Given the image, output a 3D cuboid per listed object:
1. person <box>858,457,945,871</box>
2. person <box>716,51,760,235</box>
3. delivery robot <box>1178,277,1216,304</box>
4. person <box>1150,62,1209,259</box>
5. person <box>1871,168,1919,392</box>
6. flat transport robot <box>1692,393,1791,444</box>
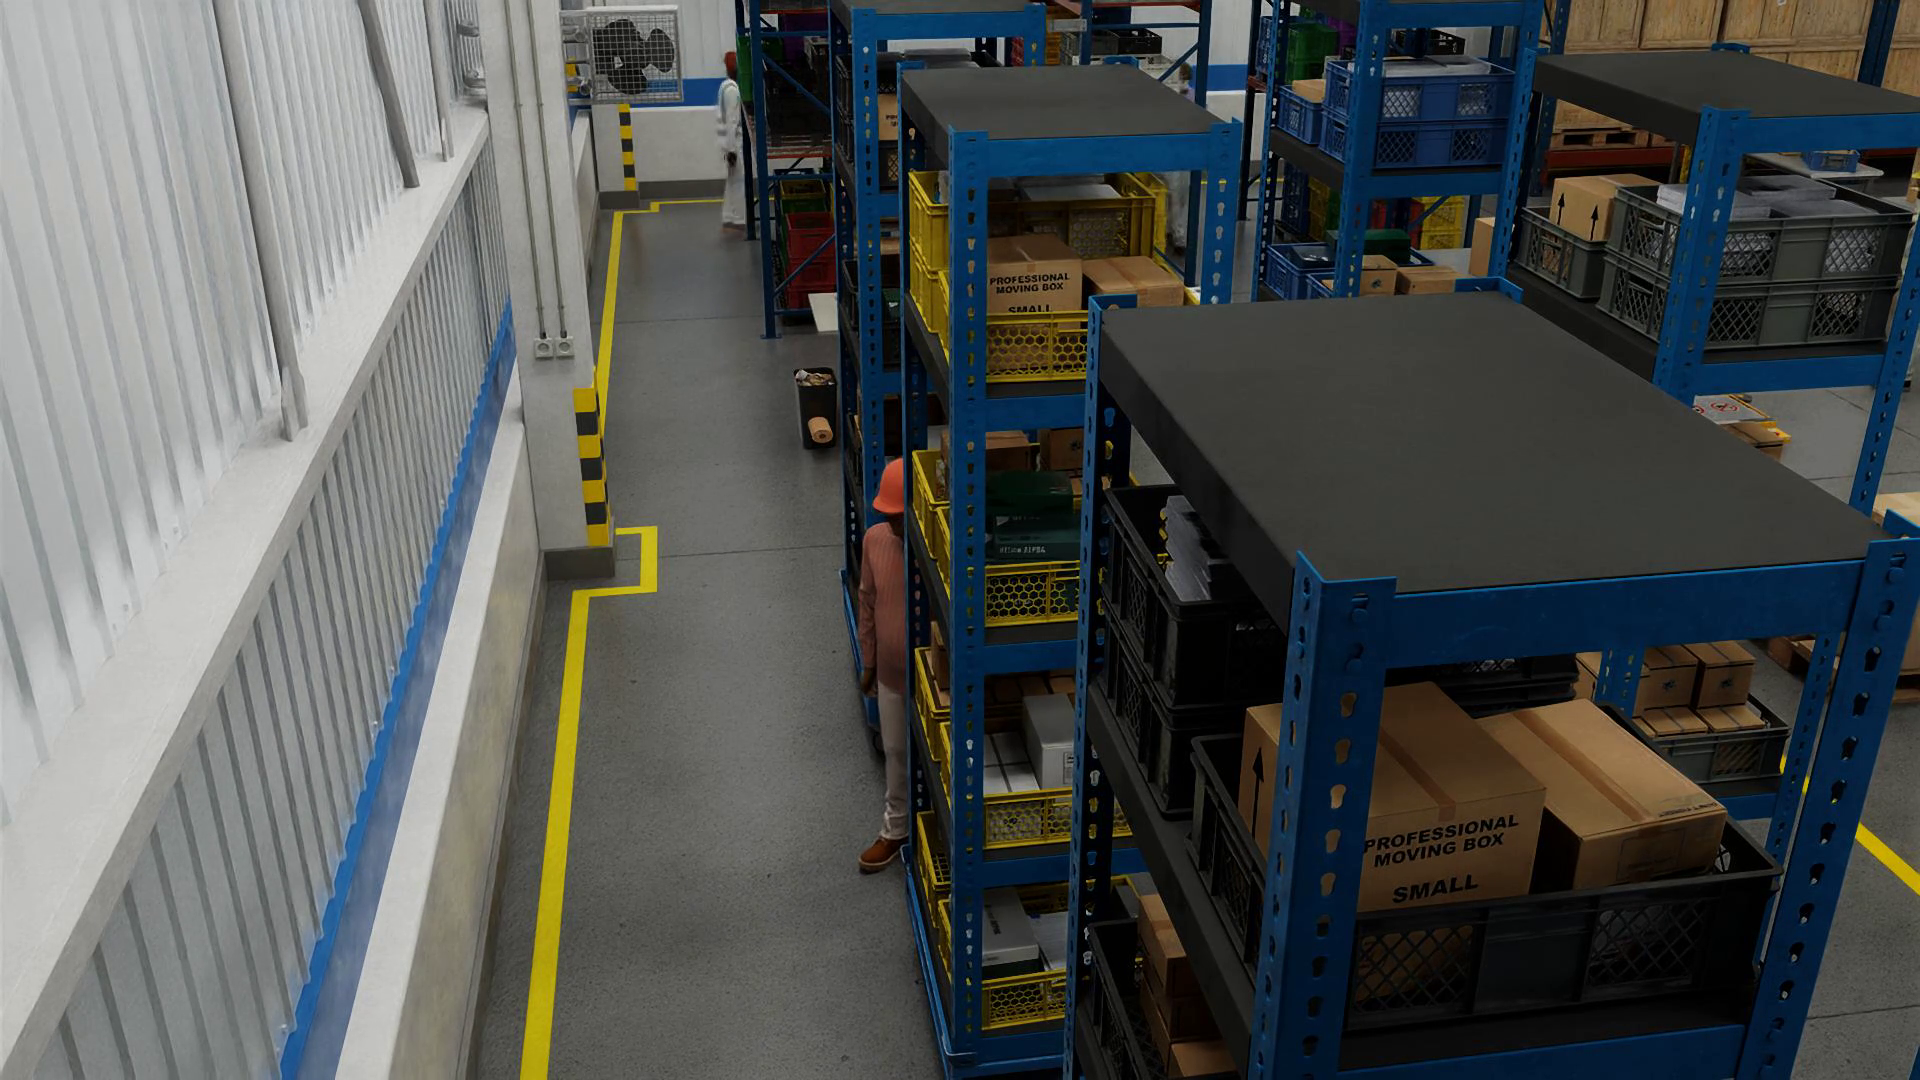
[{"bbox_3d":[-0.180,0.573,6.973,0.614,1.993,0.395,17,30,32],"label":"person"},{"bbox_3d":[-2.353,-4.147,17.396,0.428,1.857,0.650,-5,25,-10],"label":"person"},{"bbox_3d":[1.803,-1.999,14.166,0.707,0.478,0.477,-7,26,-16],"label":"delivery robot"},{"bbox_3d":[2.193,-3.828,16.683,0.653,1.898,0.826,-7,26,-15],"label":"person"},{"bbox_3d":[7.407,-2.061,12.895,0.403,1.826,0.595,11,27,22],"label":"person"},{"bbox_3d":[5.224,-0.859,12.132,1.431,0.197,0.652,-4,25,-8],"label":"flat transport robot"}]
